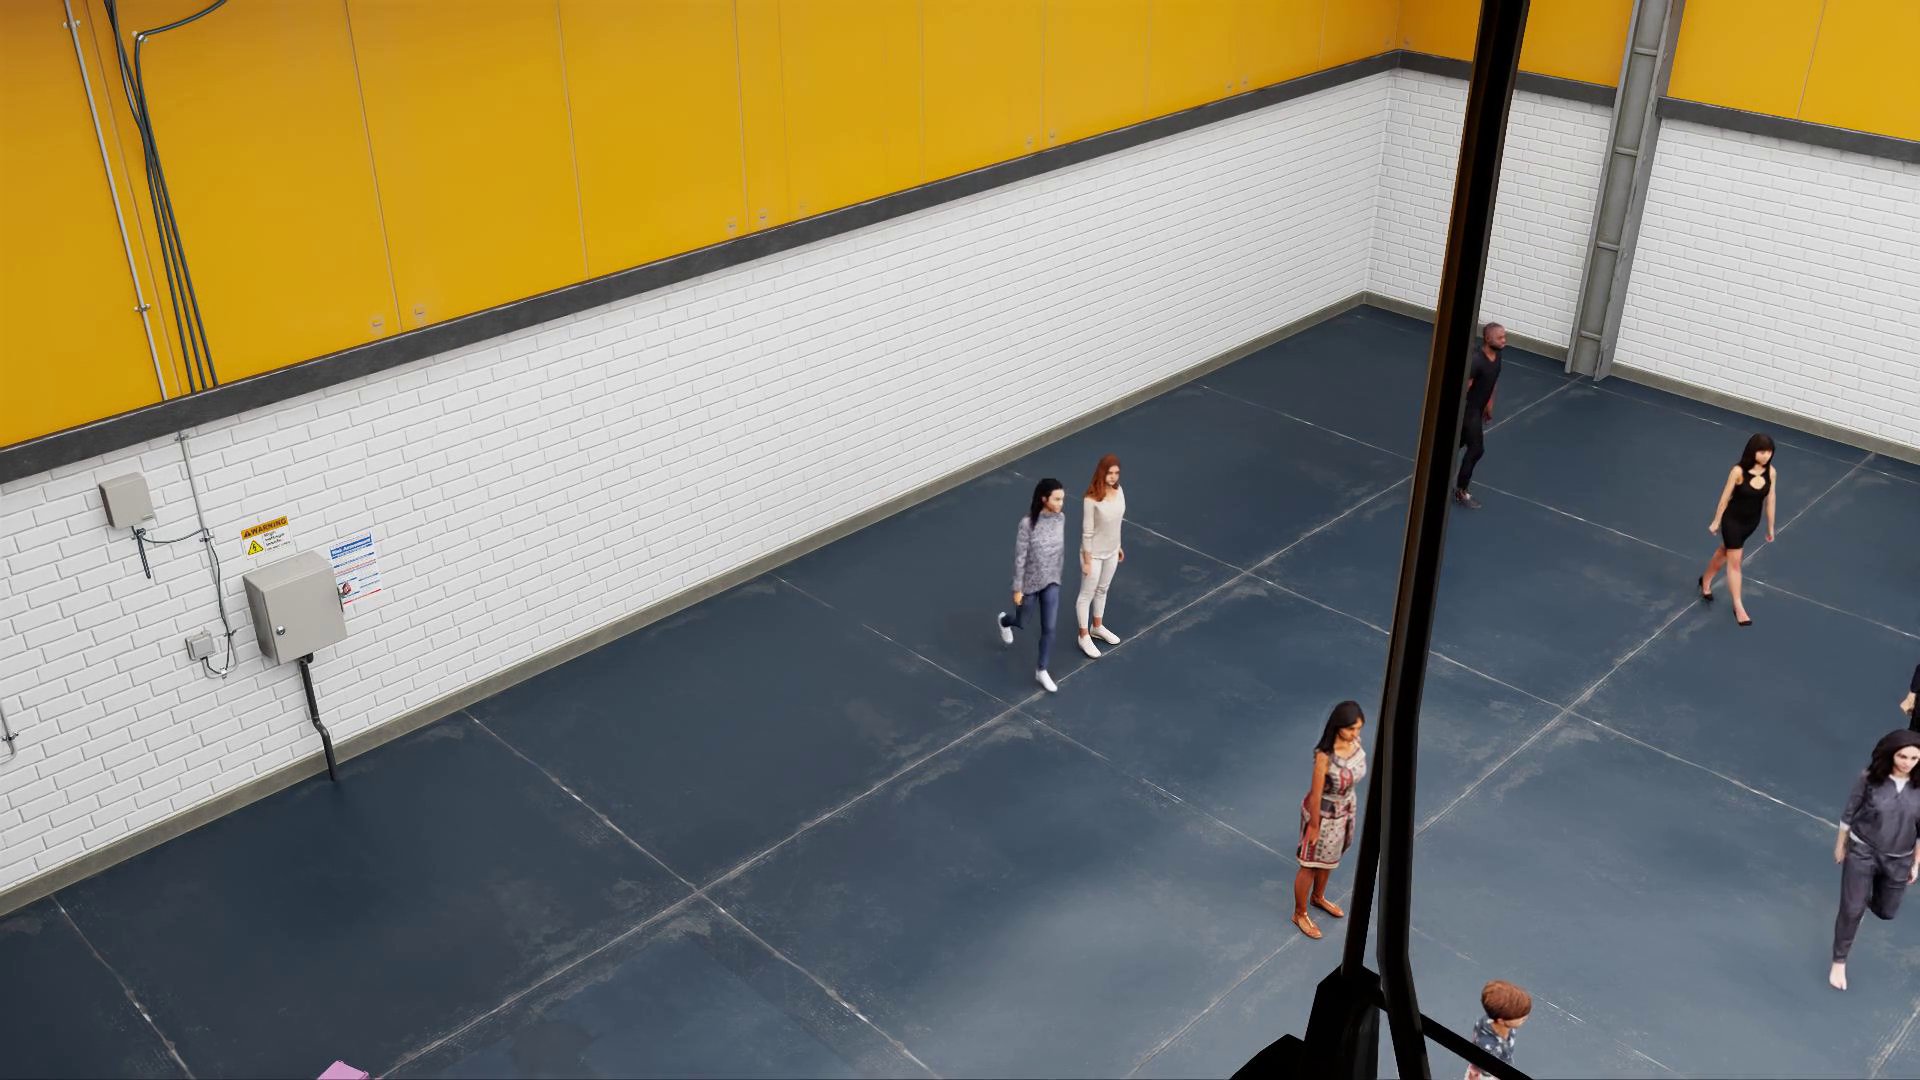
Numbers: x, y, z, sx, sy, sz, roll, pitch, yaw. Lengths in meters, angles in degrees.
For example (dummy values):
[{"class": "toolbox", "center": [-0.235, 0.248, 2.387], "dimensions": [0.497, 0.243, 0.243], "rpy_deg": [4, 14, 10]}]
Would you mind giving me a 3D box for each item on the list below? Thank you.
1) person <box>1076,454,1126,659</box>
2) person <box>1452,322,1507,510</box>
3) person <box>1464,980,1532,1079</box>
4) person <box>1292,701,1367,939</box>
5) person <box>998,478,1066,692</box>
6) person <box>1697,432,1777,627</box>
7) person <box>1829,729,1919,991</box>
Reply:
[{"class": "person", "center": [1.097, 0.085, 13.112], "dimensions": [0.583, 1.708, 0.544], "rpy_deg": [-24, 37, -37]}, {"class": "person", "center": [4.657, -1.194, 15.380], "dimensions": [0.848, 1.781, 0.678], "rpy_deg": [23, 36, 36]}, {"class": "person", "center": [2.598, 2.790, 8.443], "dimensions": [0.786, 1.430, 0.671], "rpy_deg": [10, 30, 18]}, {"class": "person", "center": [2.278, 1.679, 10.258], "dimensions": [0.651, 1.643, 0.521], "rpy_deg": [-24, 37, -37]}, {"class": "person", "center": [0.550, 0.286, 12.742], "dimensions": [0.819, 1.708, 1.091], "rpy_deg": [-14, 32, -24]}, {"class": "person", "center": [6.355, -0.159, 13.663], "dimensions": [0.972, 1.609, 1.113], "rpy_deg": [-4, 29, -8]}, {"class": "person", "center": [5.449, 1.823, 9.889], "dimensions": [0.935, 1.744, 0.896], "rpy_deg": [10, 30, 18]}]
